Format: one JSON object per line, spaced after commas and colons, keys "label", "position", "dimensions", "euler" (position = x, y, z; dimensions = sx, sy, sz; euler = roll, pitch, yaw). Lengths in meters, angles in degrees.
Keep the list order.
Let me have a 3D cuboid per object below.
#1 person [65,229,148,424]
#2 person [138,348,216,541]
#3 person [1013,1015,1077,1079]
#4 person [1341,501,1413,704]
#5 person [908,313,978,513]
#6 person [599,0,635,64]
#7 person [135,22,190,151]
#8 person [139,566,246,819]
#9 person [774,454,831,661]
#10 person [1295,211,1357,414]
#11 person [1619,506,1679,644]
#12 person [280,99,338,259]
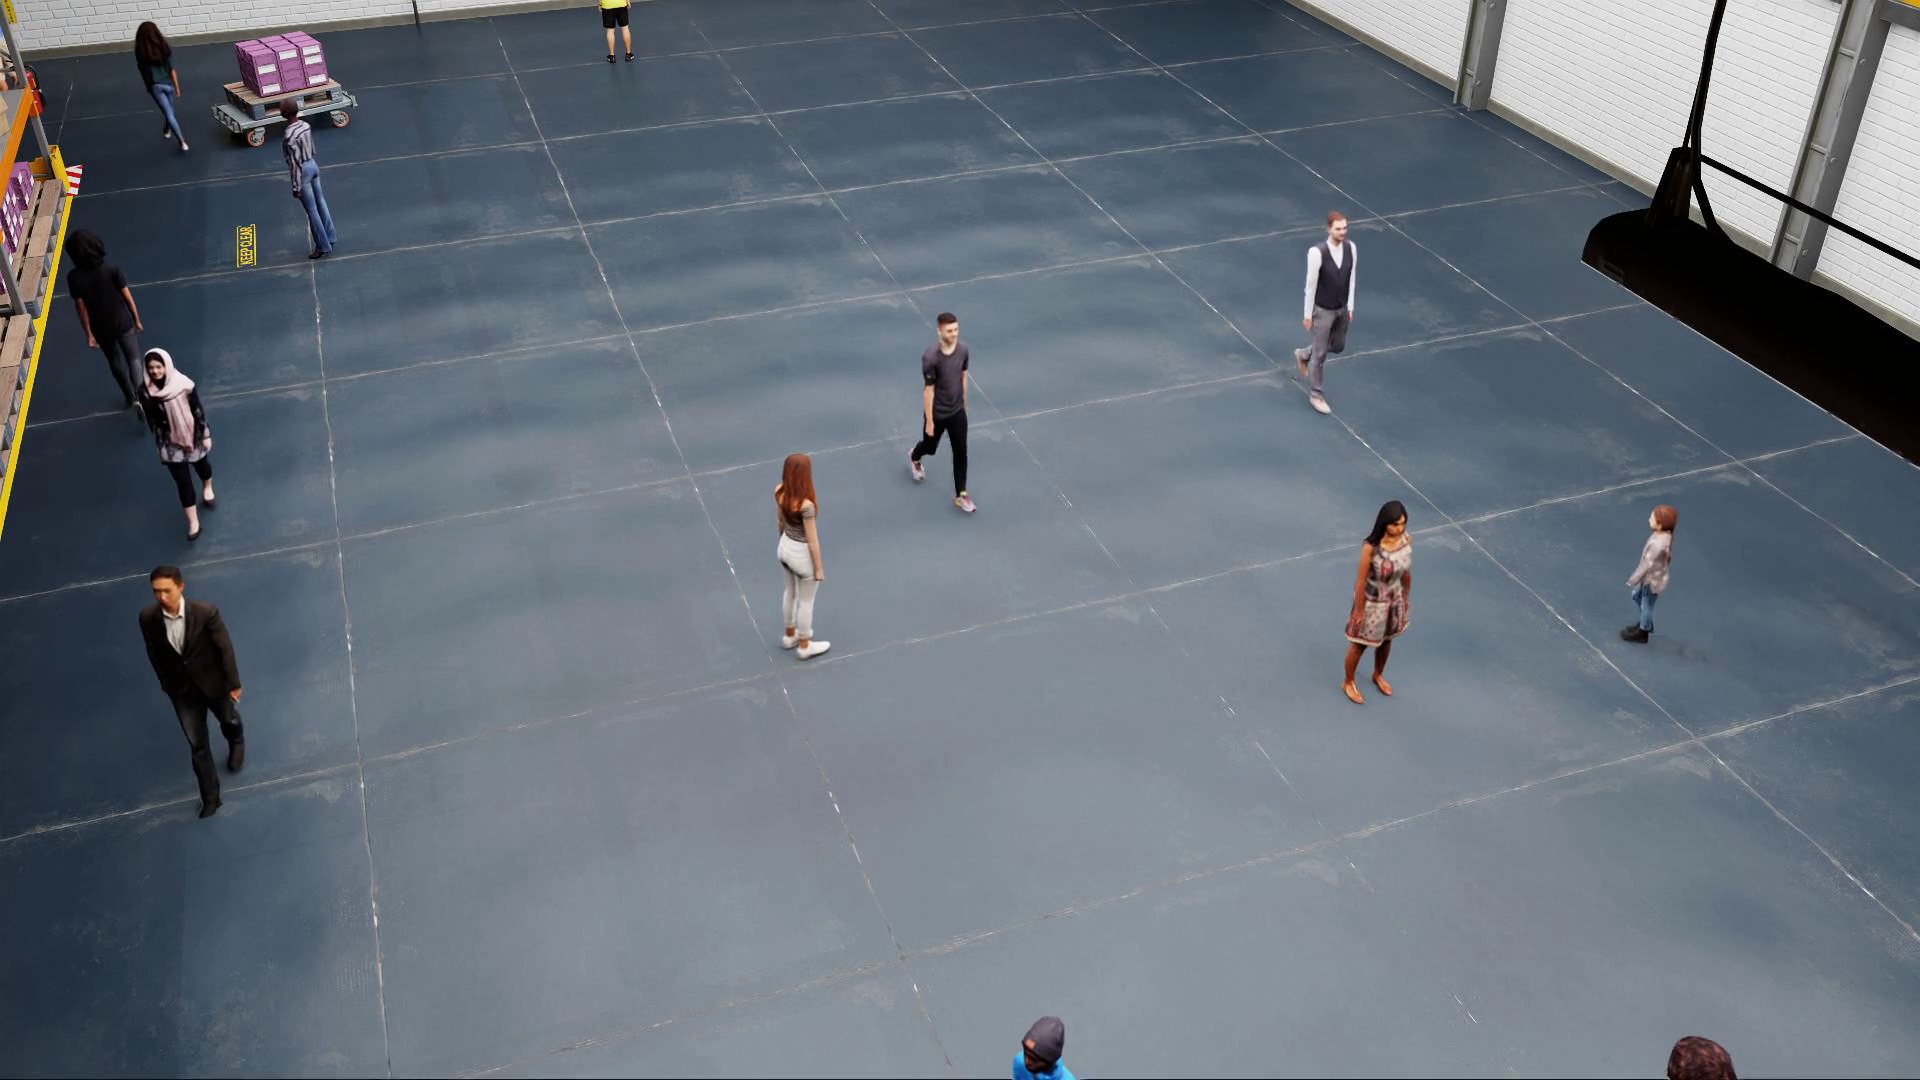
{"label": "person", "position": [-7.781, -1.940, 15.248], "dimensions": [0.684, 1.810, 1.029], "euler": [-14, 36, -20]}
{"label": "person", "position": [-6.465, -0.889, 13.868], "dimensions": [0.696, 1.589, 1.105], "euler": [-9, 35, -13]}
{"label": "person", "position": [0.494, 2.914, 7.997], "dimensions": [1.192, 1.754, 1.037], "euler": [27, 42, 34]}
{"label": "person", "position": [2.977, 0.414, 11.859], "dimensions": [0.683, 1.642, 0.561], "euler": [-15, 36, -21]}
{"label": "person", "position": [-0.178, -1.119, 14.079], "dimensions": [0.813, 1.738, 1.169], "euler": [-20, 39, -28]}
{"label": "person", "position": [-5.038, -7.840, 24.216], "dimensions": [0.636, 1.709, 0.560], "euler": [-8, 34, -12]}
{"label": "person", "position": [-10.144, -5.723, 21.164], "dimensions": [0.810, 1.563, 1.163], "euler": [-23, 40, -30]}
{"label": "person", "position": [-5.025, 0.887, 11.043], "dimensions": [0.828, 1.759, 1.160], "euler": [-6, 34, -9]}
{"label": "person", "position": [-1.198, 0.123, 12.229], "dimensions": [0.720, 1.717, 0.591], "euler": [-28, 42, -35]}
{"label": "person", "position": [3.389, -2.191, 15.525], "dimensions": [0.706, 1.922, 0.968], "euler": [-14, 36, -20]}
{"label": "person", "position": [5.245, 0.289, 12.462], "dimensions": [0.630, 1.183, 0.571], "euler": [17, 37, 23]}
{"label": "person", "position": [-7.212, -3.996, 18.356], "dimensions": [0.756, 1.796, 0.618], "euler": [3, 34, 5]}
